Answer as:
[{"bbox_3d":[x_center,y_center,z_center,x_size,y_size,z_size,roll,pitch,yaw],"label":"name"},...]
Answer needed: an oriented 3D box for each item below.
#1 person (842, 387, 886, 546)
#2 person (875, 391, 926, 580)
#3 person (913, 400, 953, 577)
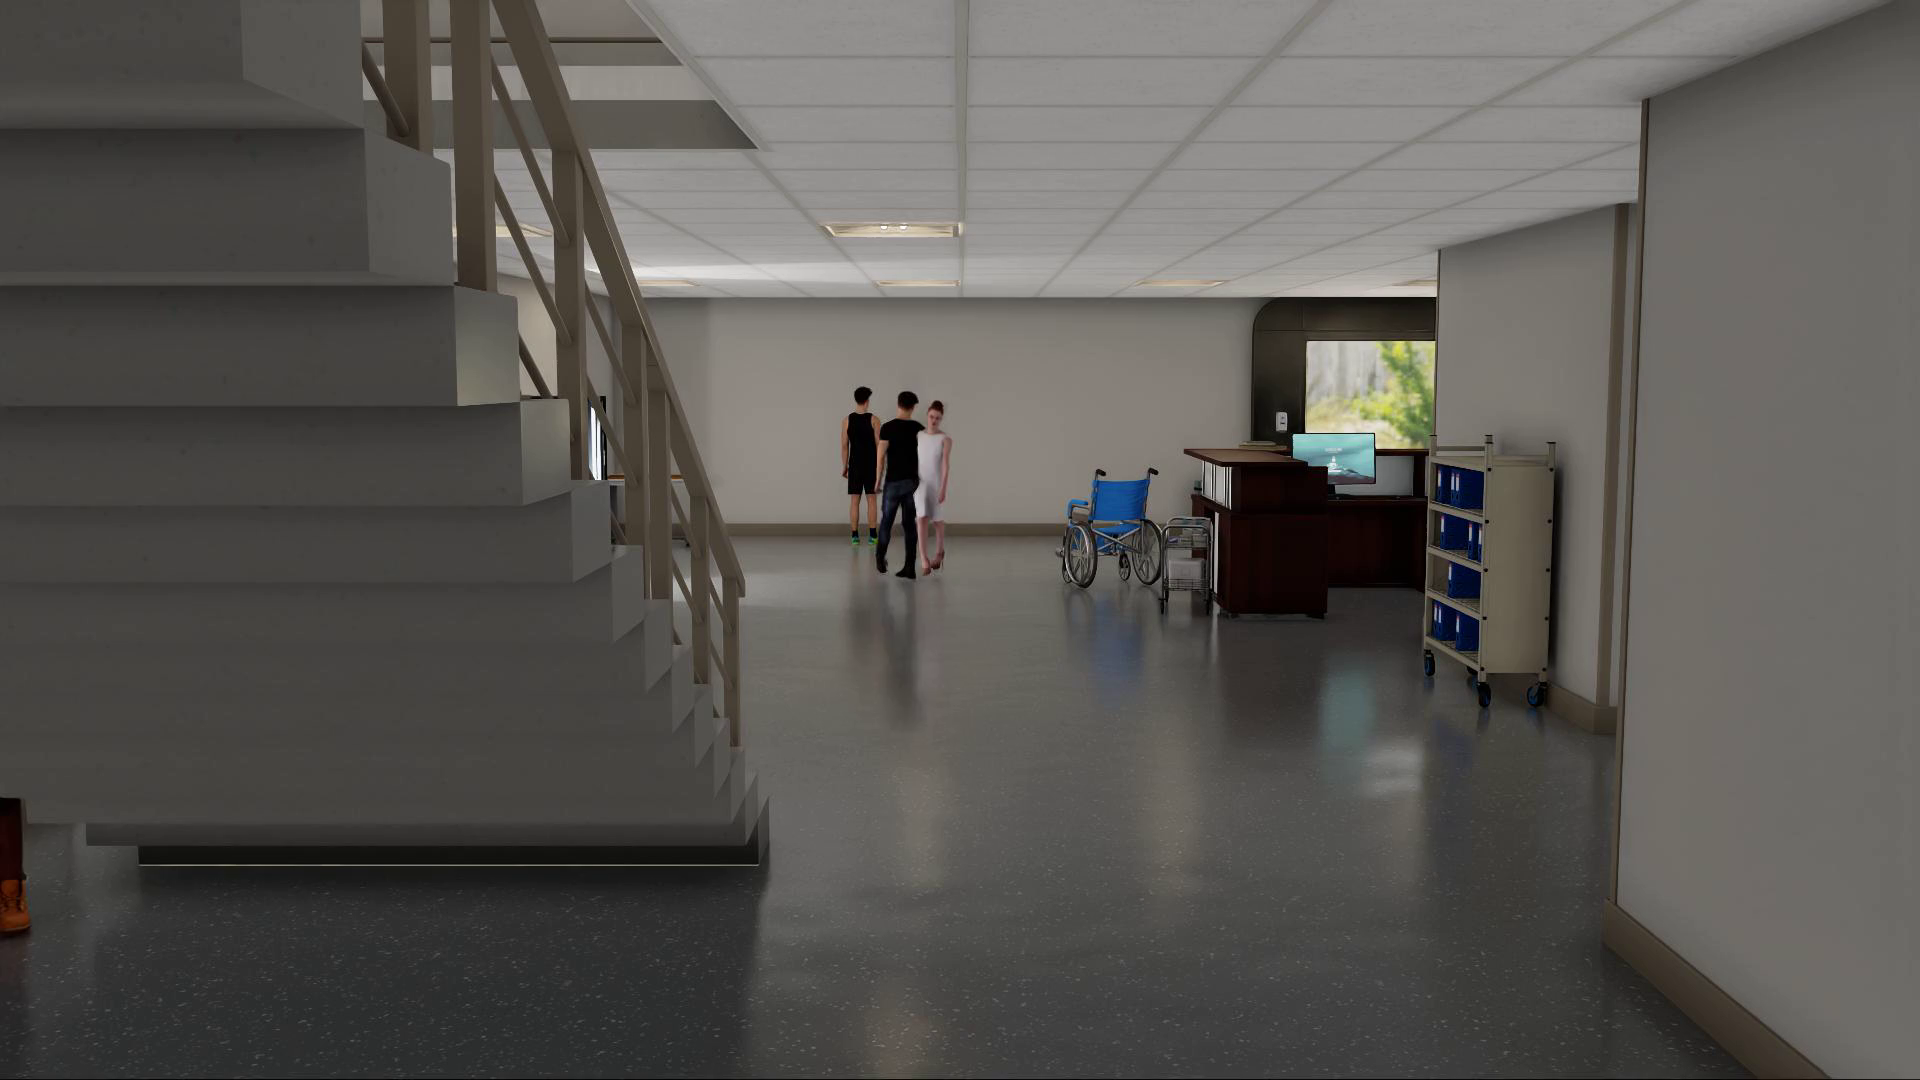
[{"bbox_3d":[-1.156,-0.889,19.893,0.725,1.892,0.643,1,6,11],"label":"person"},{"bbox_3d":[-0.530,-0.517,16.473,0.880,1.837,1.131,-2,6,-23],"label":"person"},{"bbox_3d":[-0.276,-0.476,16.634,0.837,1.724,1.167,2,6,22],"label":"person"}]
